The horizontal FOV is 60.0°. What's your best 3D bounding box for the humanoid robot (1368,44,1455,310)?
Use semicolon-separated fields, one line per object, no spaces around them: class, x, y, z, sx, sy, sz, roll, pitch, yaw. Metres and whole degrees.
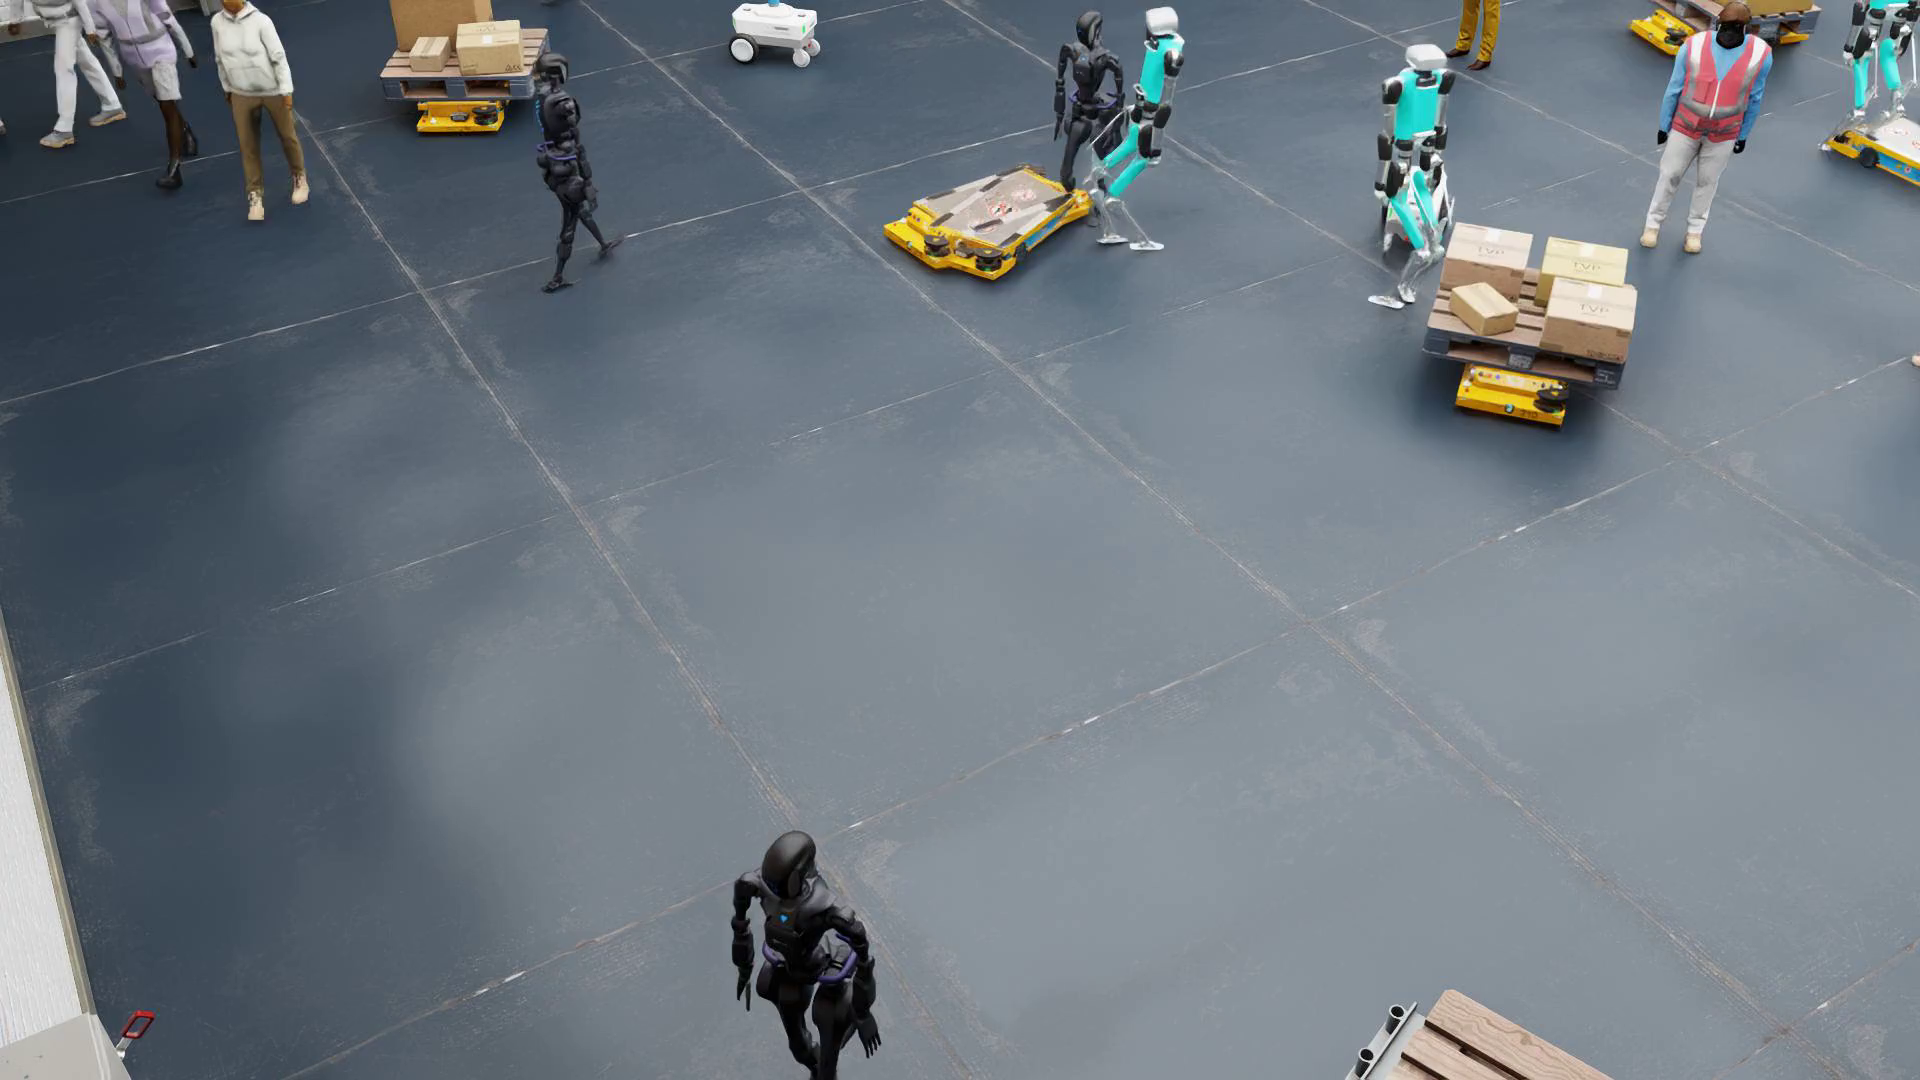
humanoid robot;3.086;-2.352;11.049;0.530;1.741;0.750;-16;41;-19

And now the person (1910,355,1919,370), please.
person;6.301;-1.666;10.252;0.540;1.677;0.468;-7;39;-9

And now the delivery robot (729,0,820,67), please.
delivery robot;-1.647;-4.549;14.777;0.745;0.565;0.499;10;39;12

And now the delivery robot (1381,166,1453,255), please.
delivery robot;3.326;-2.434;12.140;0.499;0.603;0.803;13;40;15

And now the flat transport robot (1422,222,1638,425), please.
flat transport robot;3.676;-1.252;10.871;0.659;0.231;1.431;13;40;16

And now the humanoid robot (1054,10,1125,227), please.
humanoid robot;0.946;-3.023;11.981;0.589;1.642;0.380;21;43;24

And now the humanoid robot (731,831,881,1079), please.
humanoid robot;-0.563;1.628;6.104;0.609;1.639;0.397;15;41;18

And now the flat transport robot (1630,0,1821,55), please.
flat transport robot;6.968;-4.709;15.234;1.431;0.231;0.659;-9;39;-11

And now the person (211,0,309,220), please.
person;-5.139;-3.197;12.131;0.554;1.739;0.709;-2;38;-3

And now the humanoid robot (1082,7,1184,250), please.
humanoid robot;1.136;-2.817;11.675;0.756;1.801;0.531;-7;39;-9

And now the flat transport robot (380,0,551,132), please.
flat transport robot;-4.135;-3.843;14.141;0.659;0.231;1.431;-1;38;-1

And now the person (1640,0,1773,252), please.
person;5.233;-2.892;11.688;0.630;1.835;0.432;14;40;17

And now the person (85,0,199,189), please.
person;-6.175;-3.667;12.647;0.582;1.852;1.028;-1;38;-2

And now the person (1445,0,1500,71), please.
person;4.534;-4.962;14.365;0.343;1.747;0.529;-17;42;-21

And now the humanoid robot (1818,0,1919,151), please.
humanoid robot;7.176;-3.753;12.847;0.537;1.799;0.672;-5;39;-6

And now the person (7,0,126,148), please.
person;-7.237;-4.061;13.143;0.677;1.840;0.911;24;44;27

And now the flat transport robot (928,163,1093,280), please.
flat transport robot;0.352;-2.360;12.269;0.659;0.231;1.431;22;43;26

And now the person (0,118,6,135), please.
person;-7.994;-3.998;13.065;0.378;1.846;0.568;7;39;8

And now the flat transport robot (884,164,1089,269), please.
flat transport robot;0.205;-2.411;12.333;1.431;0.231;0.659;-25;45;-28

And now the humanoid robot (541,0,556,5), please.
humanoid robot;-3.899;-5.869;15.568;0.602;1.634;0.486;30;47;32

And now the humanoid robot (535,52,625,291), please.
humanoid robot;-2.638;-2.550;11.400;0.765;1.625;0.583;-27;45;-29

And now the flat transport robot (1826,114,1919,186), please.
flat transport robot;7.608;-2.960;13.027;0.659;0.231;1.431;-18;42;-21
